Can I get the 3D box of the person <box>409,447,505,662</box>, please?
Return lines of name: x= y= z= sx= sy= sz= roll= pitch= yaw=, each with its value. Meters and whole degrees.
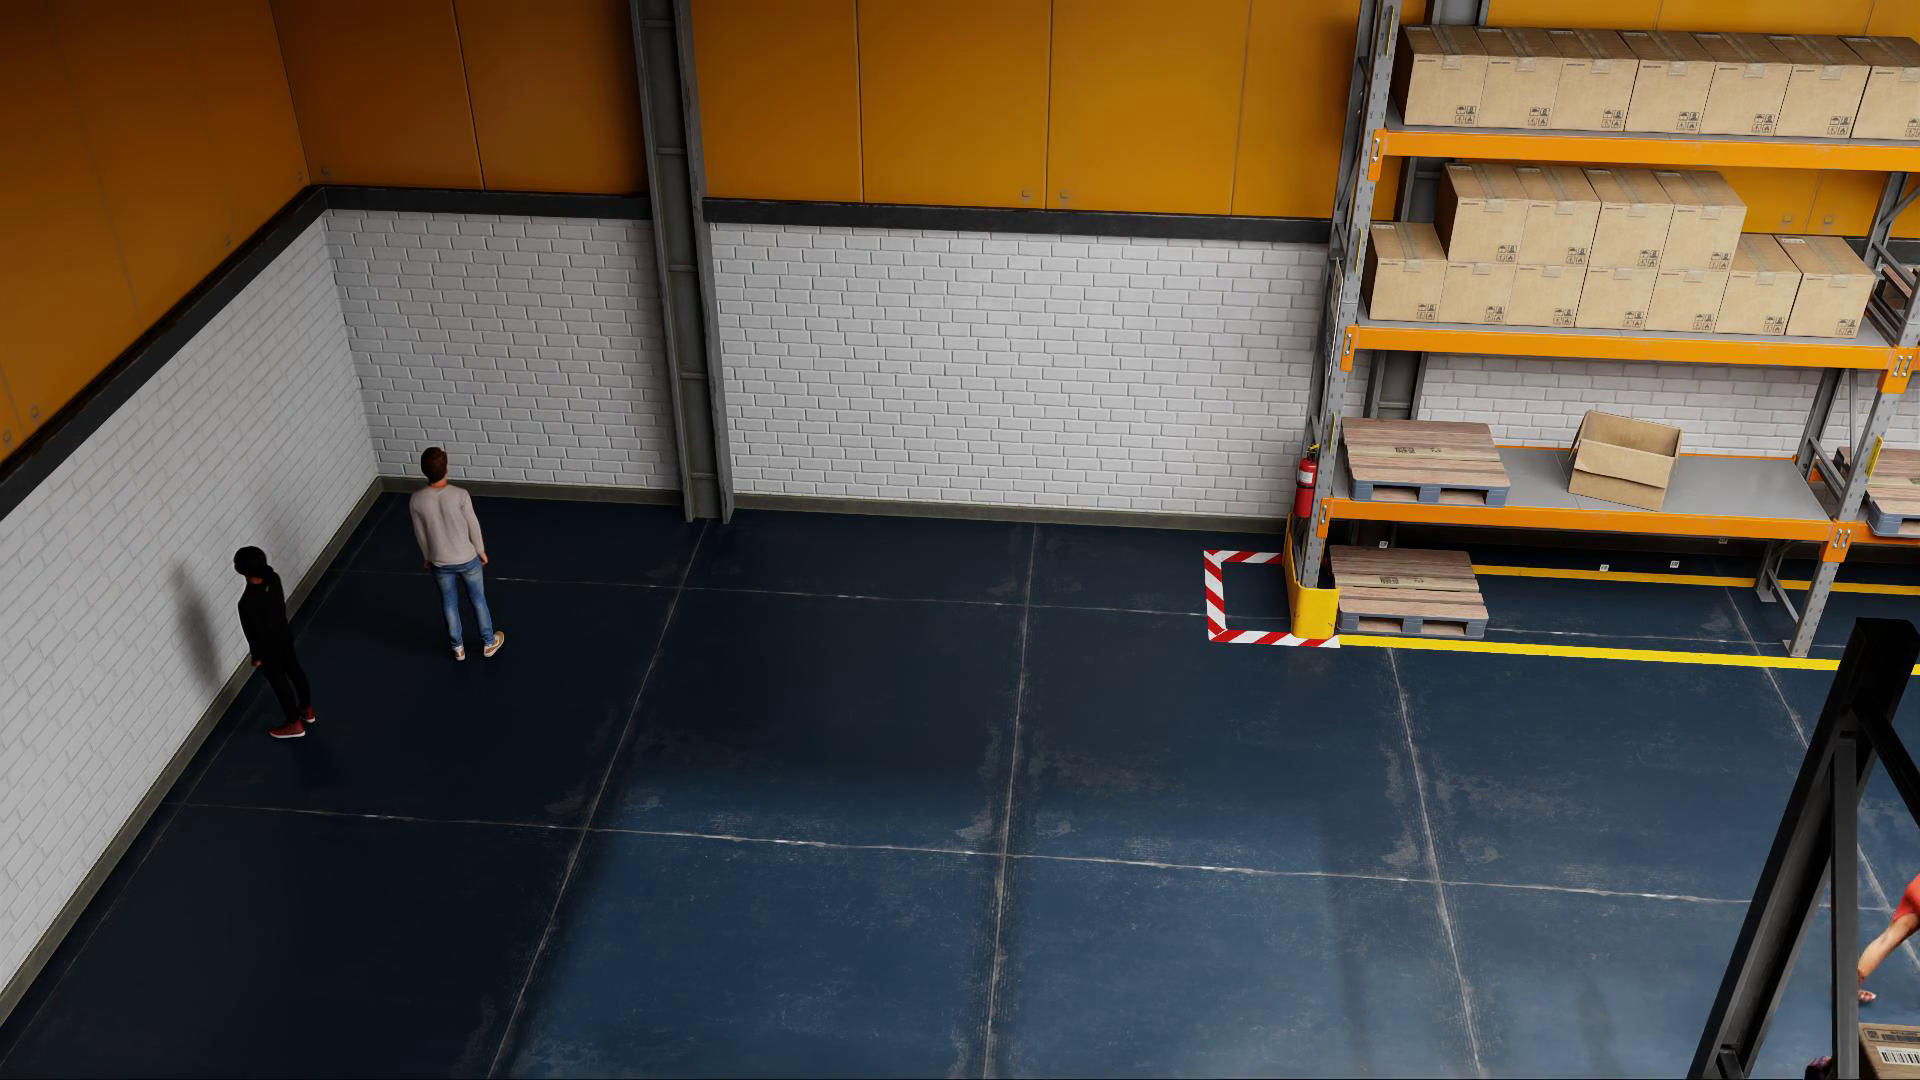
person: x=-3.984 y=0.121 z=13.092 sx=0.585 sy=1.905 sz=0.767 roll=-4 pitch=34 yaw=-5

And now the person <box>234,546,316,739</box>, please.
person: x=-5.107 y=0.742 z=12.366 sx=0.575 sy=1.674 sz=0.621 roll=7 pitch=34 yaw=10
